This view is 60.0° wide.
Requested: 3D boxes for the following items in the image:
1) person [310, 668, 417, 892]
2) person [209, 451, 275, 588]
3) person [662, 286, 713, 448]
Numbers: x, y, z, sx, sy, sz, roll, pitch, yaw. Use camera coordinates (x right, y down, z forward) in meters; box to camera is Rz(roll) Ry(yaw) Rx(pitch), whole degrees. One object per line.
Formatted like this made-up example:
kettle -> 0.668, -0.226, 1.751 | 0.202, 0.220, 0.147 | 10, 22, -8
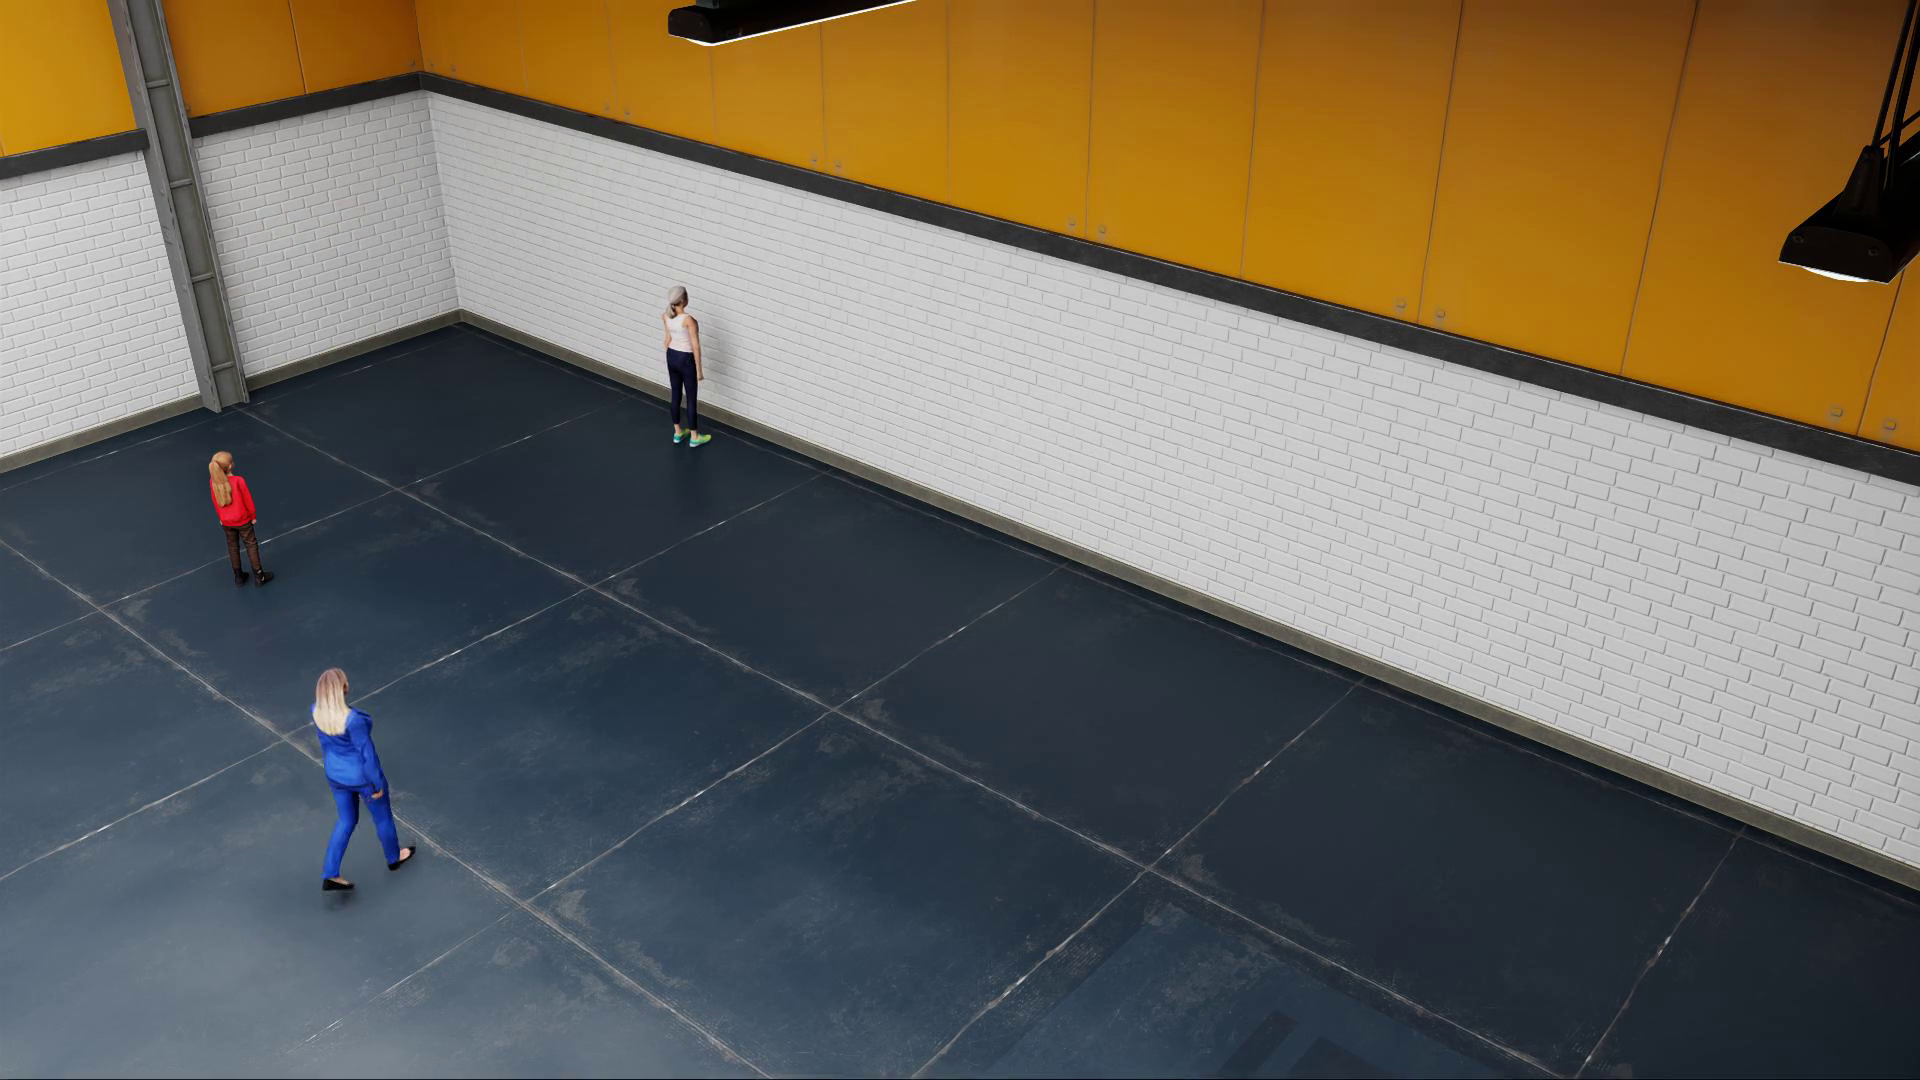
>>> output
person -> -4.034, 1.605, 10.903 | 0.773, 1.684, 1.016 | 13, 31, 23
person -> -6.361, -0.190, 14.614 | 0.578, 1.281, 0.623 | 1, 29, 3
person -> -2.860, -1.802, 17.130 | 0.615, 1.701, 0.561 | 17, 33, 29
